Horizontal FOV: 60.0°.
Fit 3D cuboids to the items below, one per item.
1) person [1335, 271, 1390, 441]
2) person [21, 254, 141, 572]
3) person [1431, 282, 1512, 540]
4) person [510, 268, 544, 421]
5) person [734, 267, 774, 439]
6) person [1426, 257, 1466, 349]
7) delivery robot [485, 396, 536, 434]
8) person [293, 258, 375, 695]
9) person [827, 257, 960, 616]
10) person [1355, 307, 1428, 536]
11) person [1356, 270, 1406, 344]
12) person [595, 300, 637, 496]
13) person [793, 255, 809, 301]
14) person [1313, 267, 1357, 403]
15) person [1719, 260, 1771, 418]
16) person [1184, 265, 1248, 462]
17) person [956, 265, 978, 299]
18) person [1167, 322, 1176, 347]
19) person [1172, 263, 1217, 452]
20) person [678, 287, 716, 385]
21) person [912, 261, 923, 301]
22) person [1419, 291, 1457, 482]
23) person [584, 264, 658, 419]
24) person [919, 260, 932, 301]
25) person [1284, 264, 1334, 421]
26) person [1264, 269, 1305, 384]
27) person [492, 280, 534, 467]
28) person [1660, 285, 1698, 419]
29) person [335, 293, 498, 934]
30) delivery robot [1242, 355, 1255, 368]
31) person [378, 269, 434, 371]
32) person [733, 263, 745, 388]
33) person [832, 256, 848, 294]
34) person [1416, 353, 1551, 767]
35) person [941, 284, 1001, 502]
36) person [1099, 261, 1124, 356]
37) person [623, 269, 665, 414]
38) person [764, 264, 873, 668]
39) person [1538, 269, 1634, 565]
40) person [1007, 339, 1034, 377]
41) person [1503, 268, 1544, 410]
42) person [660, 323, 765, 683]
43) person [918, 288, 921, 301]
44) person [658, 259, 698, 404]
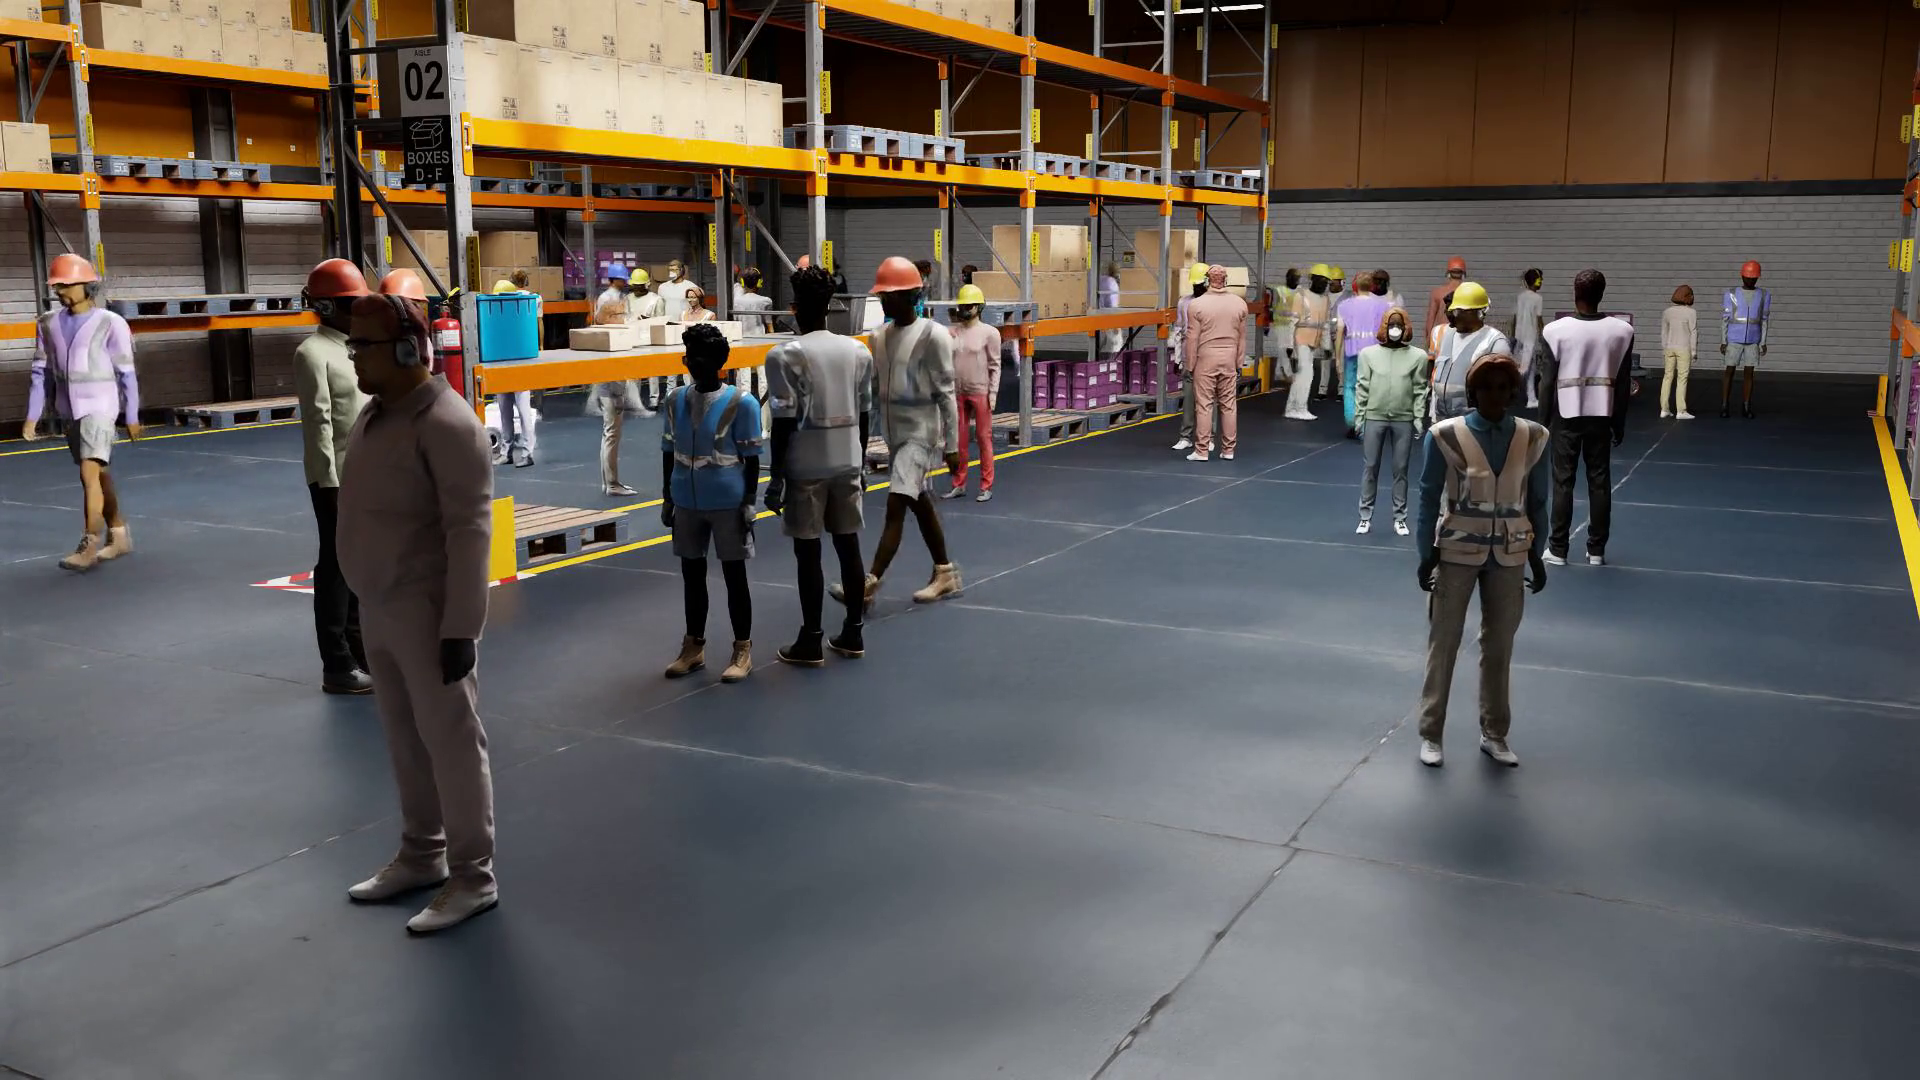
[{"bbox_3d":[4.328,-1.965,17.889,0.585,1.825,0.439,1,10,7],"label":"person"},{"bbox_3d":[-5.672,-0.805,10.634,0.619,2.007,0.914,2,10,13],"label":"person"},{"bbox_3d":[3.435,-0.839,11.346,0.404,1.829,0.588,-6,12,-32],"label":"person"},{"bbox_3d":[-5.230,-2.324,19.914,0.506,1.841,0.346,-5,11,-28],"label":"person"},{"bbox_3d":[-2.241,-2.026,18.101,0.508,1.872,0.329,1,10,5],"label":"person"},{"bbox_3d":[6.162,-2.549,20.813,0.622,1.975,0.627,3,10,17],"label":"person"},{"bbox_3d":[-4.711,-1.229,17.017,0.707,0.478,0.477,-9,13,-43],"label":"delivery robot"},{"bbox_3d":[-2.843,-0.293,7.706,0.377,1.995,0.612,0,10,-2],"label":"person"},{"bbox_3d":[-0.384,-0.575,9.339,1.043,1.986,0.641,-8,13,-40],"label":"person"},{"bbox_3d":[3.083,-0.846,11.941,0.497,1.636,0.285,2,10,12],"label":"person"},{"bbox_3d":[5.086,-2.376,20.300,0.647,1.804,0.835,3,10,16],"label":"person"},{"bbox_3d":[-2.893,-1.188,13.930,0.279,1.633,0.504,-3,10,-18],"label":"person"},{"bbox_3d":[-1.987,-2.715,21.726,0.382,1.995,0.612,1,10,3],"label":"person"},{"bbox_3d":[5.079,-2.780,22.571,0.592,1.833,0.404,6,12,33],"label":"person"},{"bbox_3d":[9.621,-2.455,20.401,0.543,1.933,0.369,2,10,14],"label":"person"},{"bbox_3d":[2.461,-1.708,16.152,0.642,1.909,0.410,-3,10,-18],"label":"person"},{"bbox_3d":[0.143,-3.172,24.814,0.430,1.845,0.620,-7,12,-35],"label":"person"},{"bbox_3d":[3.479,-3.424,26.272,0.724,1.834,0.551,-8,13,-40],"label":"person"},{"bbox_3d":[2.450,-1.857,16.987,0.585,1.917,0.382,6,11,30],"label":"person"},{"bbox_3d":[-3.004,-2.066,18.997,0.513,1.641,0.307,4,10,21],"label":"person"},{"bbox_3d":[-0.777,-3.480,26.476,1.026,1.890,0.648,-4,11,-24],"label":"person"},{"bbox_3d":[4.304,-1.319,14.516,0.530,1.692,0.322,9,13,43],"label":"person"},{"bbox_3d":[-4.219,-2.422,20.356,1.011,1.900,0.608,2,10,11],"label":"person"},{"bbox_3d":[-0.685,-4.217,30.739,0.359,1.886,0.573,-3,10,-18],"label":"person"},{"bbox_3d":[4.229,-2.379,20.090,0.620,1.884,0.656,-8,13,-40],"label":"person"},{"bbox_3d":[5.123,-3.337,25.963,0.660,1.788,0.980,-4,11,-21],"label":"person"},{"bbox_3d":[-4.254,-1.566,15.736,0.526,1.769,0.328,5,11,29],"label":"person"},{"bbox_3d":[8.810,-2.299,20.364,0.283,1.633,0.497,-5,11,-28],"label":"person"},{"bbox_3d":[-1.660,0.218,5.010,0.403,1.904,0.651,-9,14,-43],"label":"person"},{"bbox_3d":[4.230,-2.613,25.030,0.707,0.478,0.477,-7,12,-34],"label":"delivery robot"},{"bbox_3d":[-3.217,-0.597,9.659,0.541,1.932,0.382,5,11,26],"label":"person"},{"bbox_3d":[-3.194,-2.985,23.607,0.337,1.882,0.584,-3,10,-19],"label":"person"},{"bbox_3d":[-2.209,-3.921,28.577,0.702,2.000,0.608,-5,11,-28],"label":"person"},{"bbox_3d":[2.052,0.084,6.550,0.521,1.639,0.311,0,10,0],"label":"person"},{"bbox_3d":[0.086,-1.194,13.581,0.525,1.769,0.309,6,11,29],"label":"person"},{"bbox_3d":[2.354,-3.359,25.786,0.711,1.894,0.636,-2,10,-12],"label":"person"},{"bbox_3d":[-4.003,-2.489,20.919,0.586,1.823,0.403,3,10,17],"label":"person"},{"bbox_3d":[-0.695,-0.357,8.156,0.607,1.966,0.373,-8,13,-39],"label":"person"},{"bbox_3d":[4.030,-0.774,10.774,0.591,1.898,0.392,0,10,1],"label":"person"},{"bbox_3d":[0.689,-3.569,27.079,0.983,1.866,0.644,-4,11,-23],"label":"person"},{"bbox_3d":[7.295,-2.600,21.549,0.890,1.842,0.530,-3,10,-19],"label":"person"},{"bbox_3d":[-1.185,-0.173,7.869,0.540,1.696,0.315,4,11,21],"label":"person"},{"bbox_3d":[-0.869,-3.350,25.570,0.552,1.934,0.363,-7,12,-37],"label":"person"},{"bbox_3d":[-3.770,-2.777,22.250,0.632,1.940,0.372,3,10,17],"label":"person"}]
